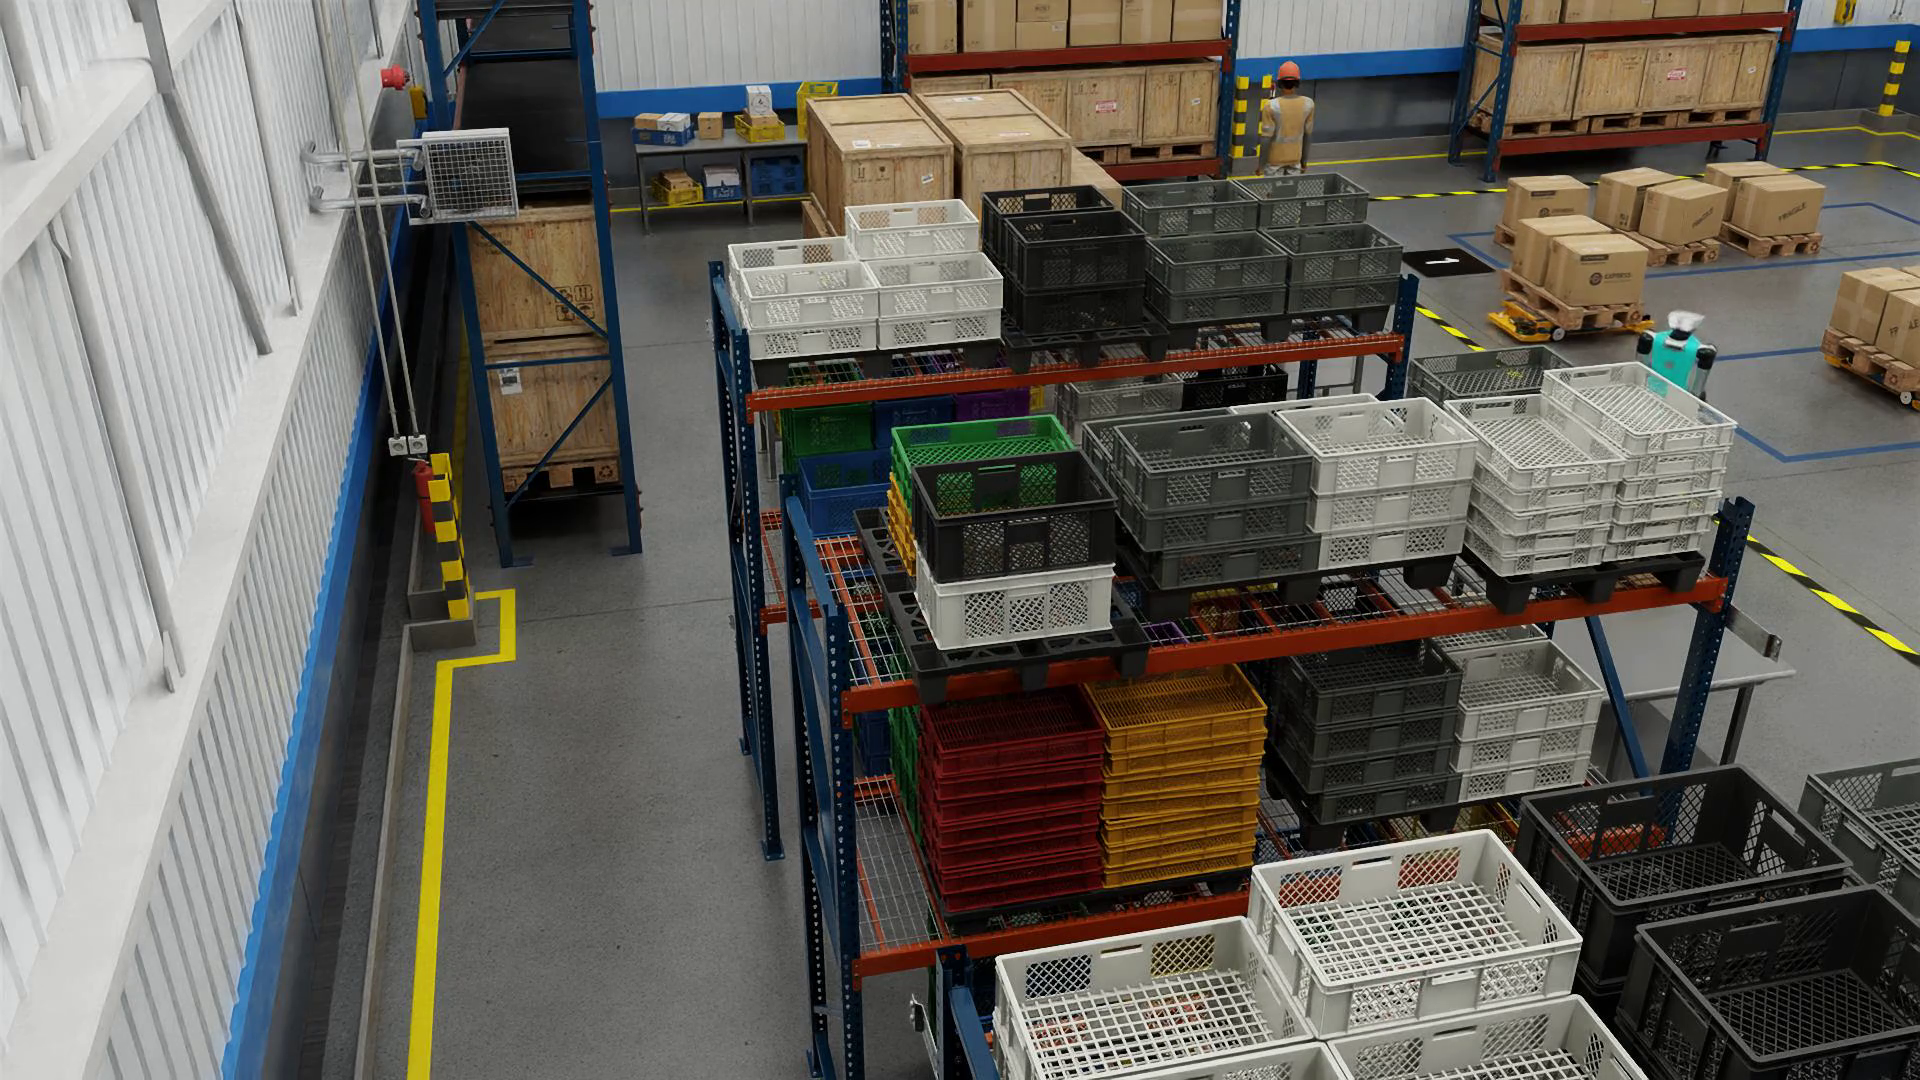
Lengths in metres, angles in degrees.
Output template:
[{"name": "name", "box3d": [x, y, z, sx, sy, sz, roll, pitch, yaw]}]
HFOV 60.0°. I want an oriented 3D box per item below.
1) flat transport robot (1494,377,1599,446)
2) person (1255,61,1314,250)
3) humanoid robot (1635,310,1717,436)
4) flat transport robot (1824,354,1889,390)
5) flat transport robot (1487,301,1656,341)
[{"name": "flat transport robot", "box3d": [4.780, -1.036, 14.013, 0.659, 0.231, 1.431, -6, 28, -12]}, {"name": "person", "box3d": [3.481, -4.129, 17.982, 0.611, 2.039, 0.386, -8, 29, -15]}, {"name": "humanoid robot", "box3d": [5.168, -0.895, 12.171, 0.546, 1.766, 0.900, 18, 33, 31]}, {"name": "flat transport robot", "box3d": [8.473, -1.467, 14.800, 0.652, 0.197, 1.431, -6, 28, -12]}, {"name": "flat transport robot", "box3d": [5.940, -2.182, 16.157, 1.431, 0.197, 0.652, -6, 28, -12]}]
